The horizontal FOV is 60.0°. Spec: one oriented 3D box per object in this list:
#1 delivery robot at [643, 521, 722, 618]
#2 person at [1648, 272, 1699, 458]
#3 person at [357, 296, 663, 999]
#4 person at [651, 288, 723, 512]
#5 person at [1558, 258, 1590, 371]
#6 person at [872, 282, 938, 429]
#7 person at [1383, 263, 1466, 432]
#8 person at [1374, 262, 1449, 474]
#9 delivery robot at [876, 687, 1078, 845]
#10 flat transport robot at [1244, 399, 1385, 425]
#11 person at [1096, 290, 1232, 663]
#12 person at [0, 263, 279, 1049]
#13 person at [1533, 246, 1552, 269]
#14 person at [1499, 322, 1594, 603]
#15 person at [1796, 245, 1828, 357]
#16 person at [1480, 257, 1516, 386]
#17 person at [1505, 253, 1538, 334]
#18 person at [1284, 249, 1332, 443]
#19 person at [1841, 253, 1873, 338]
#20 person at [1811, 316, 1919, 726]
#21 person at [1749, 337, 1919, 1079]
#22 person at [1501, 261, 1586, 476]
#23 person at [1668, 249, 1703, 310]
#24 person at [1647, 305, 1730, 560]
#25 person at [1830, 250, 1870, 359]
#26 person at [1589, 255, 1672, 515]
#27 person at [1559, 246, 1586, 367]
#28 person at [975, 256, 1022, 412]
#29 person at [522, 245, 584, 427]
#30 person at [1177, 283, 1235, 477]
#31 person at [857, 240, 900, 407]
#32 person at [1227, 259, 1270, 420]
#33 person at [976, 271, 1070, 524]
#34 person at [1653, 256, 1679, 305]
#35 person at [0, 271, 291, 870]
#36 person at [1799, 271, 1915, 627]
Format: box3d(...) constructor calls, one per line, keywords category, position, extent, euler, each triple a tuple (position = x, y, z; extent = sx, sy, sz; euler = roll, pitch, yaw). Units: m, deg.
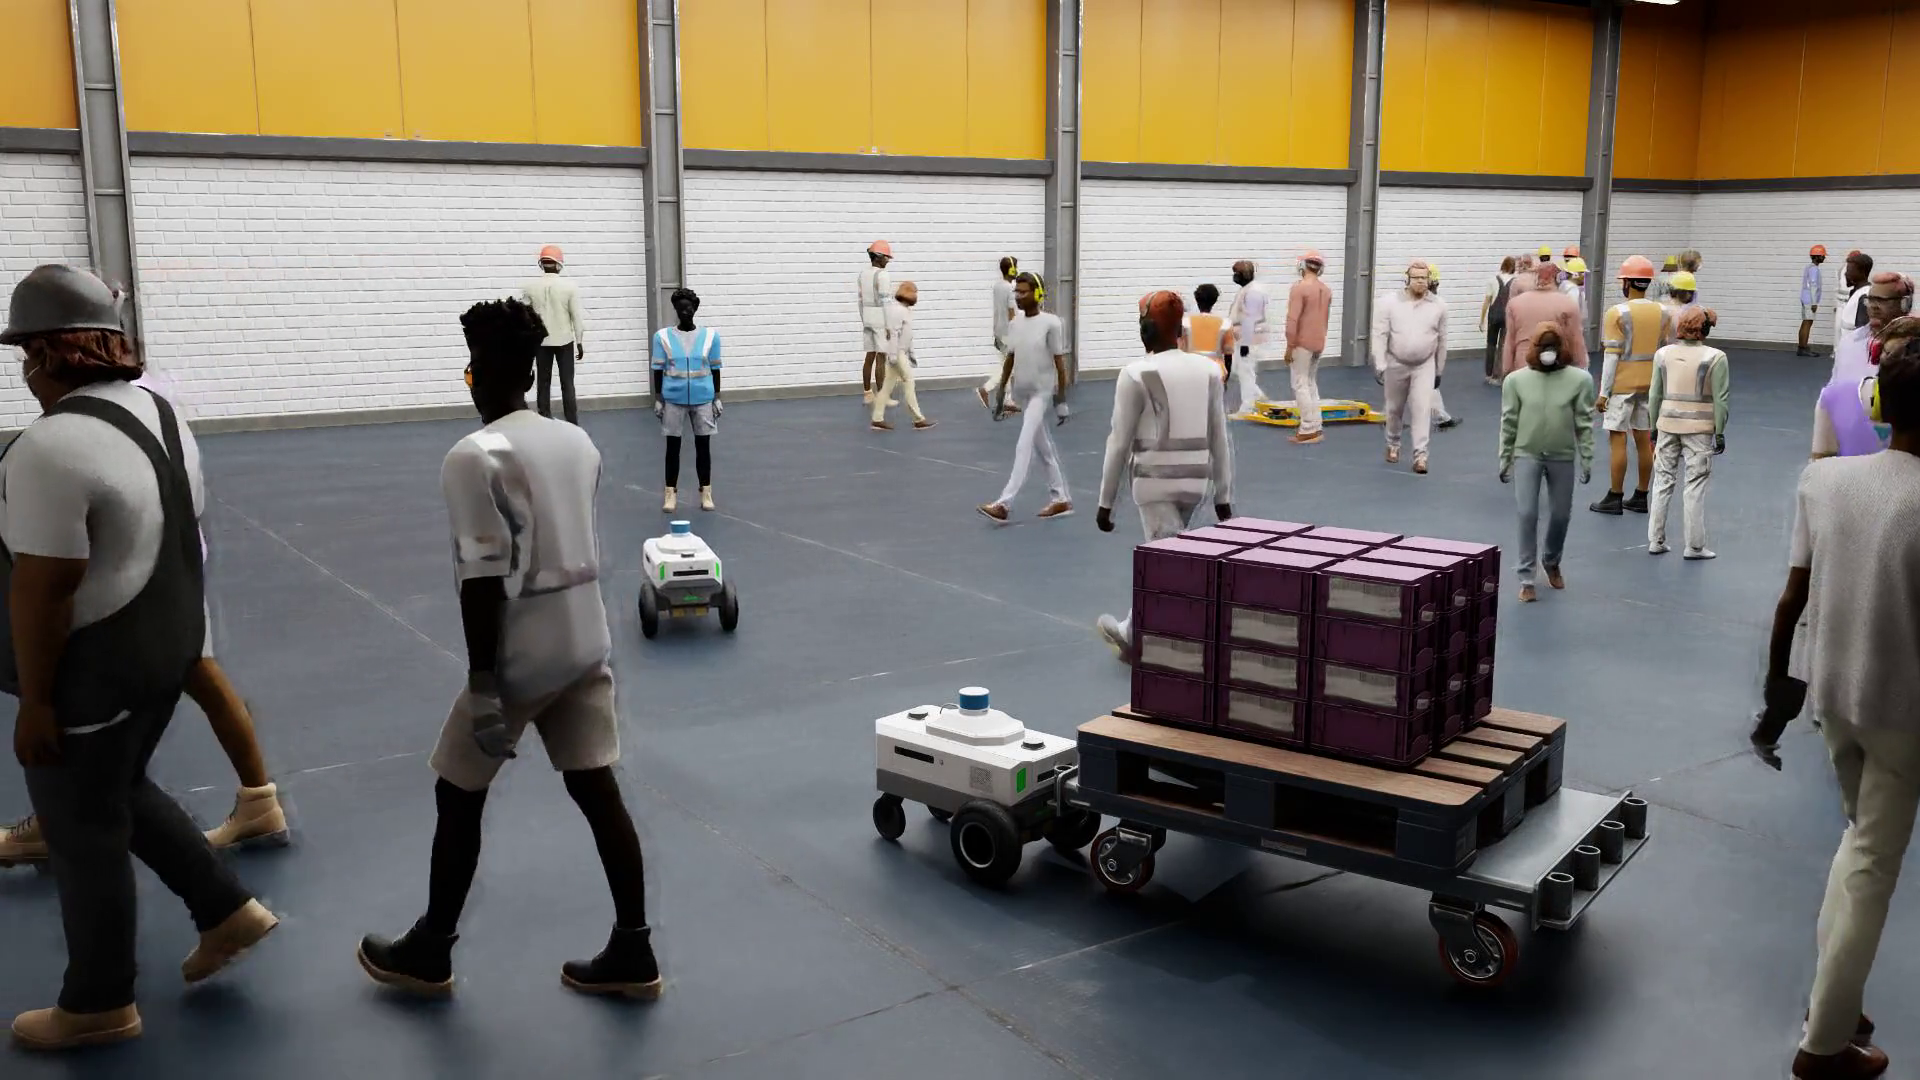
box3d(category="delivery robot", position=(-1.494, 0.140, 8.924), extent=(0.477, 0.478, 0.707), euler=(-3, 11, -17))
box3d(category="person", position=(6.671, -1.584, 15.353), extent=(0.691, 1.740, 0.559), euler=(0, 10, -2))
box3d(category="person", position=(-1.239, 0.308, 4.527), extent=(0.932, 1.909, 0.616), euler=(5, 11, 23))
box3d(category="person", position=(-2.056, -1.052, 12.583), extent=(0.537, 1.695, 0.320), euler=(-2, 11, -11))
box3d(category="person", position=(7.590, -2.547, 20.441), extent=(0.610, 1.815, 0.620), euler=(1, 10, 3))
box3d(category="person", position=(-0.598, -1.981, 17.939), extent=(0.777, 1.587, 0.522), euler=(1, 10, 3))
box3d(category="person", position=(4.999, -2.050, 17.794), extent=(0.914, 1.785, 0.594), euler=(2, 11, 13))
box3d(category="person", position=(4.057, -1.573, 15.006), extent=(0.641, 1.862, 0.991), euler=(2, 11, 12))
box3d(category="delivery robot", position=(0.046, 0.741, 5.627), extent=(0.707, 0.478, 0.477), euler=(9, 14, 41))
box3d(category="flat transport robot", position=(3.967, -1.436, 18.598), extent=(1.431, 0.197, 0.652), euler=(-4, 11, -21))
box3d(category="person", position=(0.889, -0.226, 7.681), extent=(0.598, 1.826, 0.988), euler=(-7, 12, -34))
box3d(category="person", position=(-2.228, 0.290, 4.283), extent=(0.562, 2.000, 0.690), euler=(-1, 10, -4))
box3d(category="person", position=(9.641, -3.893, 27.531), extent=(0.594, 1.922, 0.376), euler=(-2, 11, -10))
box3d(category="person", position=(3.388, -0.466, 9.644), extent=(0.516, 1.601, 0.625), euler=(3, 11, 17))
box3d(category="person", position=(14.836, -4.158, 28.946), extent=(0.371, 1.939, 0.543), euler=(3, 11, 18))
box3d(category="person", position=(7.639, -3.086, 23.485), extent=(0.551, 1.791, 0.939), euler=(3, 11, 17))
box3d(category="person", position=(7.834, -3.001, 22.847), extent=(0.767, 1.861, 0.420), euler=(-3, 11, -15))
box3d(category="person", position=(3.512, -1.938, 16.799), extent=(0.378, 1.965, 0.662), euler=(10, 14, 42))
box3d(category="person", position=(8.666, -1.798, 16.065), extent=(0.383, 1.917, 0.599), euler=(4, 11, 21))
box3d(category="person", position=(3.738, -0.010, 6.701), extent=(0.594, 1.770, 0.863), euler=(10, 14, 43))
box3d(category="person", position=(2.276, 0.428, 4.047), extent=(0.561, 1.846, 0.568), euler=(-5, 11, -24))
box3d(category="person", position=(5.178, -1.501, 14.602), extent=(0.981, 1.849, 0.683), euler=(-10, 14, -42))
box3d(category="person", position=(8.925, -2.621, 20.553), extent=(0.465, 1.925, 0.659), euler=(3, 11, 18))
box3d(category="person", position=(4.704, -0.693, 10.770), extent=(0.307, 1.639, 0.525), euler=(-8, 13, -37))
box3d(category="person", position=(14.999, -3.945, 28.012), extent=(0.646, 1.845, 0.595), euler=(-10, 14, -43))
box3d(category="person", position=(5.017, -1.152, 12.471), extent=(0.545, 1.939, 0.354), euler=(-3, 11, -18))
box3d(category="person", position=(9.483, -3.606, 25.951), extent=(0.542, 1.928, 0.378), euler=(9, 13, 39))
box3d(category="person", position=(0.481, -2.414, 19.621), extent=(0.612, 1.857, 0.519), euler=(-5, 11, -24))
box3d(category="person", position=(-4.230, -2.070, 17.352), extent=(0.623, 1.989, 0.399), euler=(0, 10, 0))
box3d(category="person", position=(2.128, -1.406, 14.588), extent=(0.544, 1.670, 0.656), euler=(1, 10, 4))
box3d(category="person", position=(-0.996, -2.645, 20.395), extent=(0.392, 2.033, 0.605), euler=(-8, 13, -37))
box3d(category="person", position=(3.255, -2.264, 18.882), extent=(0.441, 1.824, 0.637), euler=(0, 10, -2))
box3d(category="person", position=(0.447, -1.031, 12.120), extent=(0.977, 1.817, 0.540), euler=(-8, 13, -37))
box3d(category="person", position=(12.422, -4.105, 29.194), extent=(0.491, 1.743, 0.324), euler=(5, 12, 27))
box3d(category="person", position=(-2.768, 0.111, 5.418), extent=(1.026, 1.974, 0.618), euler=(-3, 11, -18))
box3d(category="person", position=(4.780, -0.448, 8.708), extent=(0.426, 1.906, 0.683), euler=(-4, 11, -20))
